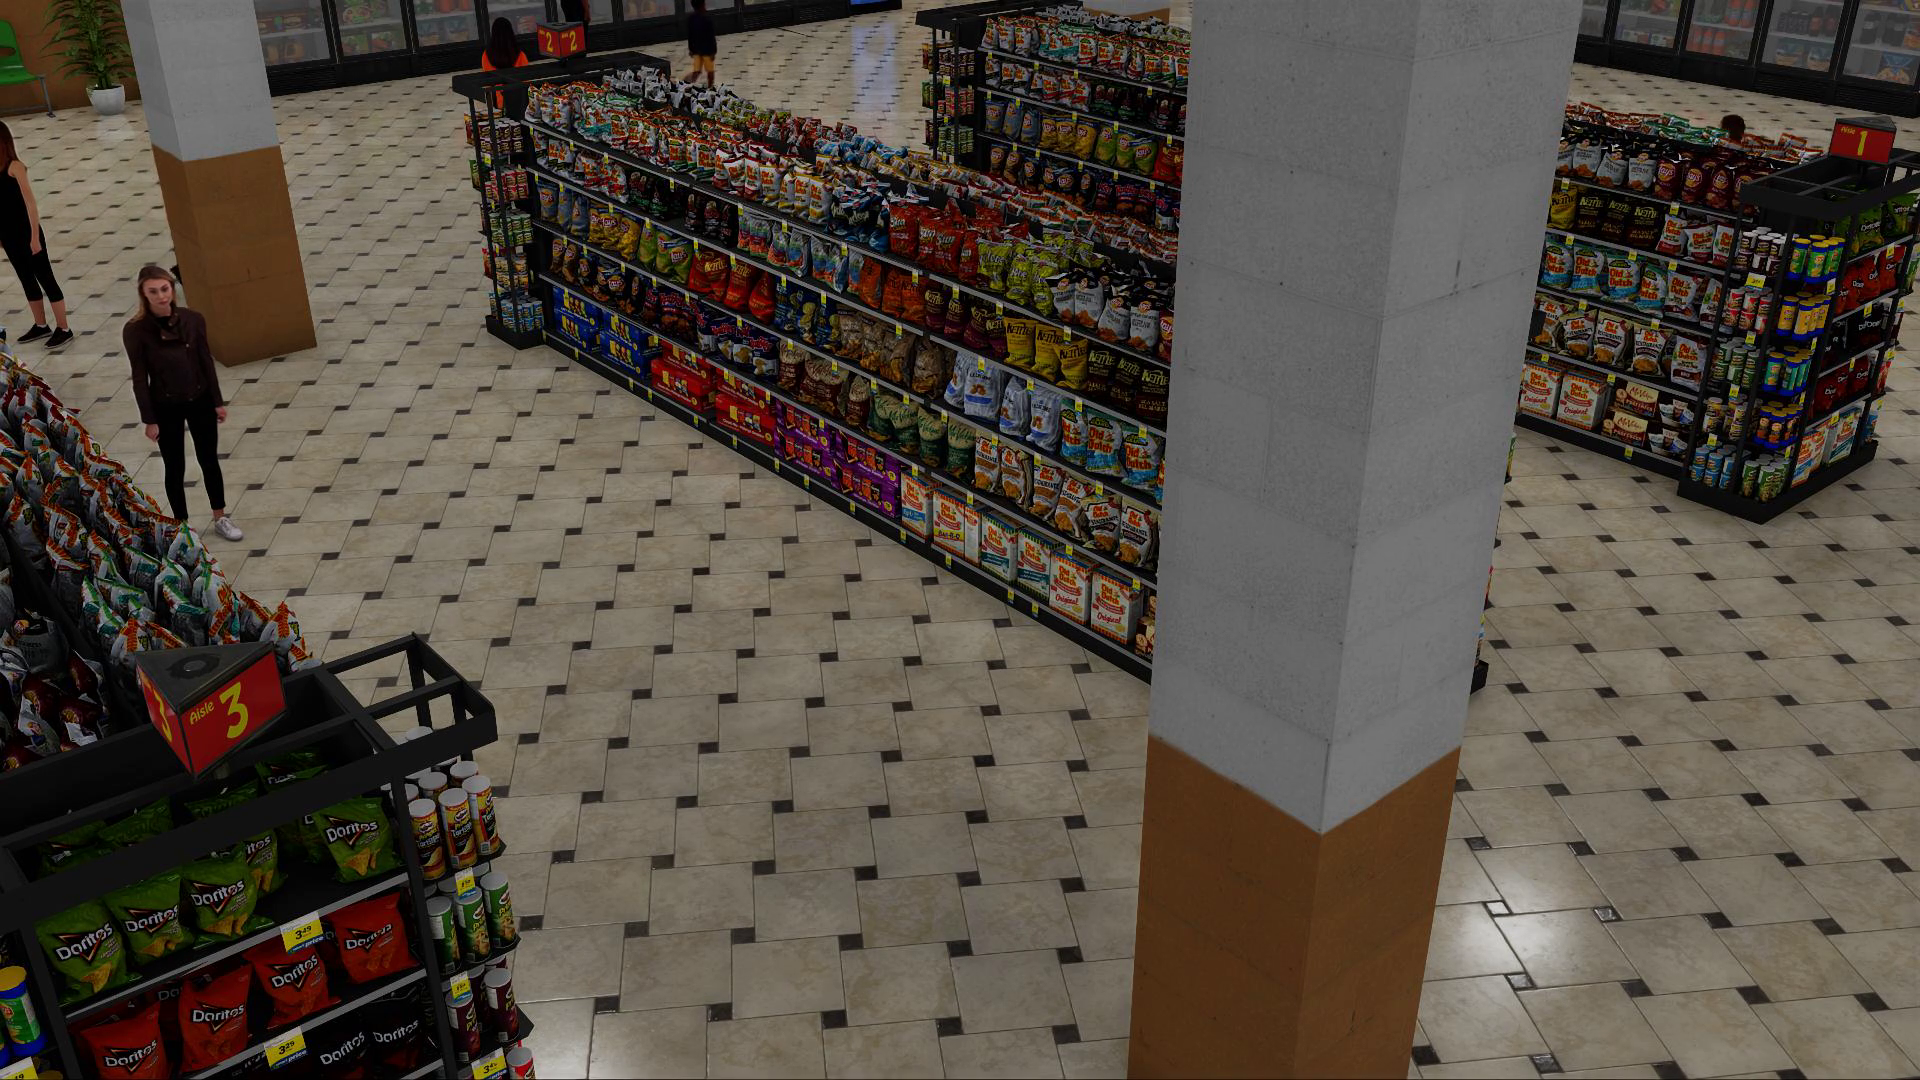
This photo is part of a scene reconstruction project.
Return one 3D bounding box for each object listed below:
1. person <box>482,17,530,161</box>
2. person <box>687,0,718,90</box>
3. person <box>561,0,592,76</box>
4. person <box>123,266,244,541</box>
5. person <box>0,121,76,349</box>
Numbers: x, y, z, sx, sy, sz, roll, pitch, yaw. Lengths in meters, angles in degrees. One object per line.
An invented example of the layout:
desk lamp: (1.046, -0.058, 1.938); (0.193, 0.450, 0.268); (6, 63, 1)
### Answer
person: (-4.439, -4.262, 16.413); (0.701, 1.748, 0.757); (2, 27, 3)
person: (-3.199, -6.030, 20.444); (0.855, 1.255, 0.830); (9, 28, 17)
person: (-4.953, -6.828, 21.395); (0.731, 1.818, 0.483); (-23, 35, -38)
person: (-4.470, -0.761, 9.560); (0.609, 1.703, 0.498); (-22, 34, -37)
person: (-7.112, -2.326, 12.619); (0.584, 1.726, 0.708); (12, 29, 22)
